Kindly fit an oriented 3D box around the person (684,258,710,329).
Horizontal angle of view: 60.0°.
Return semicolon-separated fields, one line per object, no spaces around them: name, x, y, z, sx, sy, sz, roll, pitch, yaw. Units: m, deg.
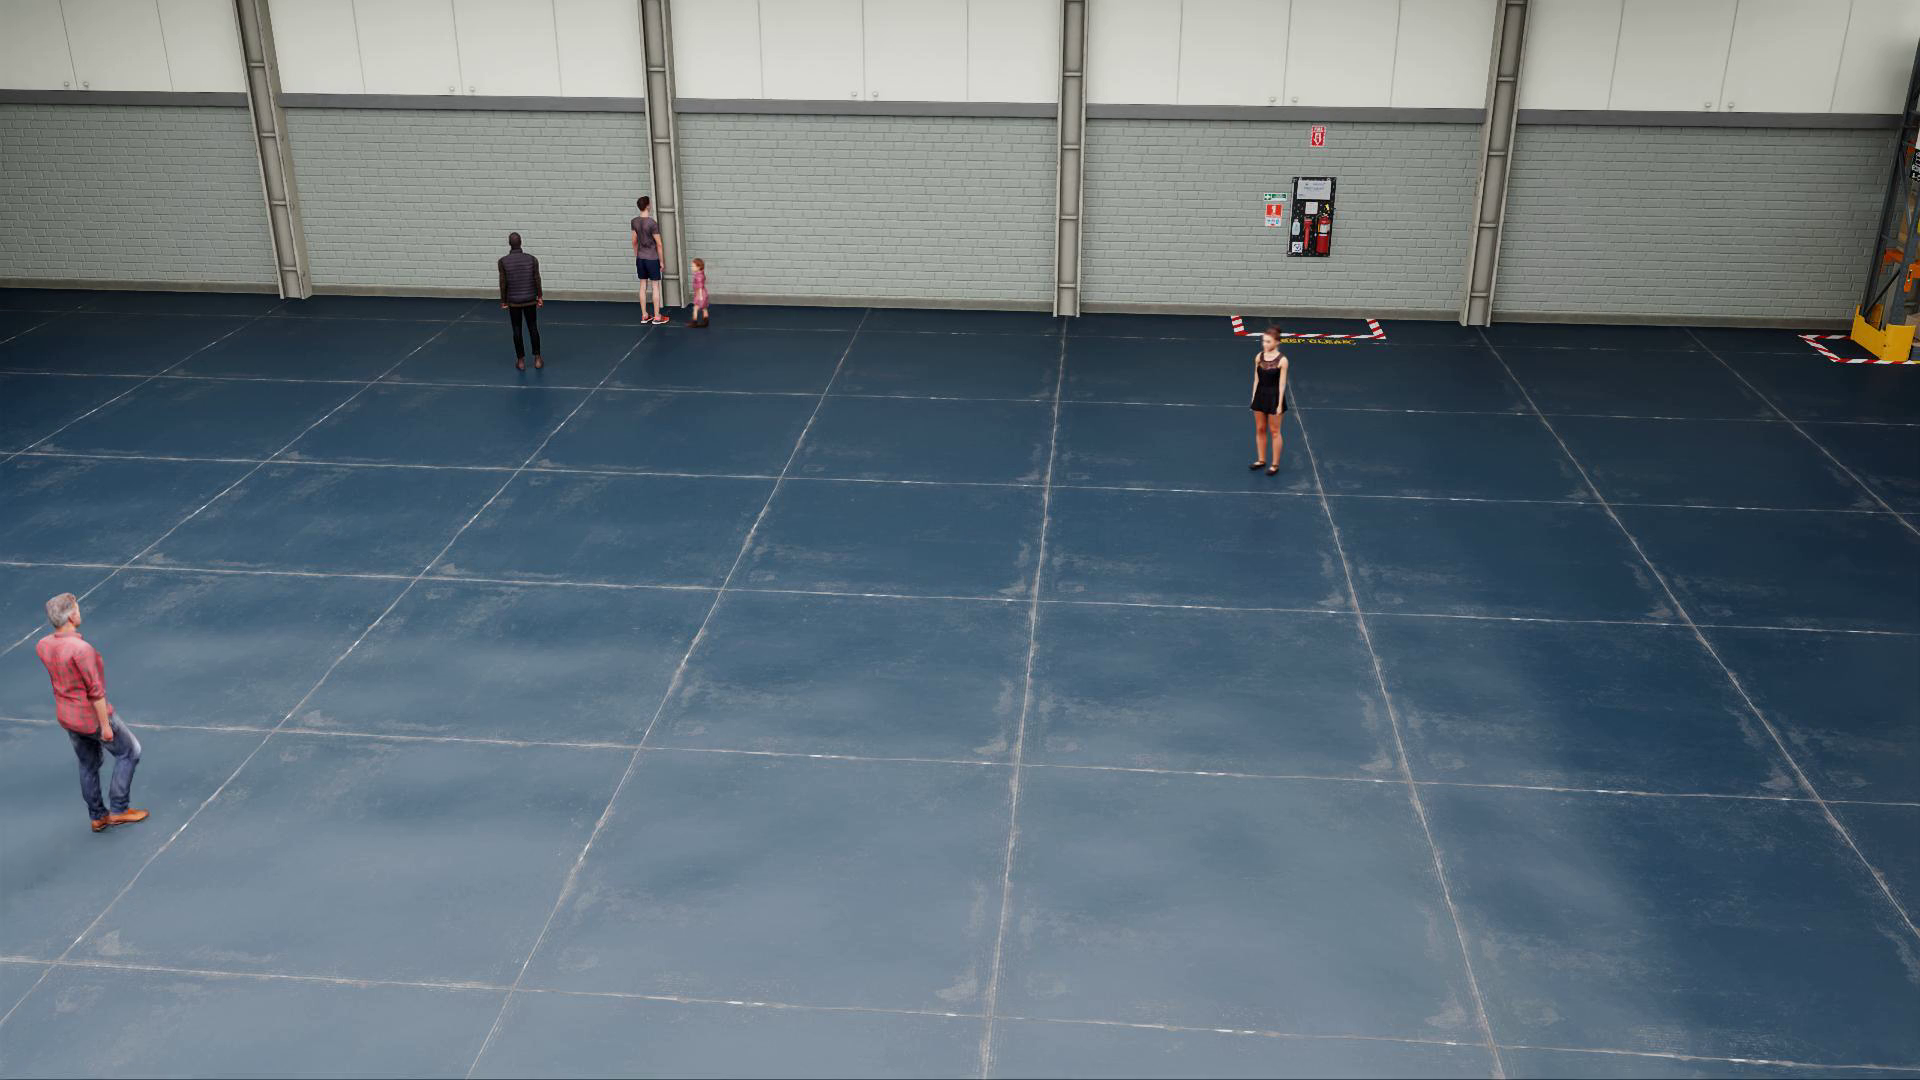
person;-3.728;-3.579;24.114;0.614;1.013;0.482;-2;23;-4

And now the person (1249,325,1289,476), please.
person;3.459;-1.572;18.541;0.754;1.681;0.684;-21;31;-41

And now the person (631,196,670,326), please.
person;-4.540;-4.073;24.202;0.606;1.853;0.779;10;25;23

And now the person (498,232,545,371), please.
person;-5.842;-3.189;22.147;0.665;1.835;0.836;-8;24;-17

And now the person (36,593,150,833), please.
person;-6.205;1.265;11.690;0.718;1.821;0.868;11;26;25
